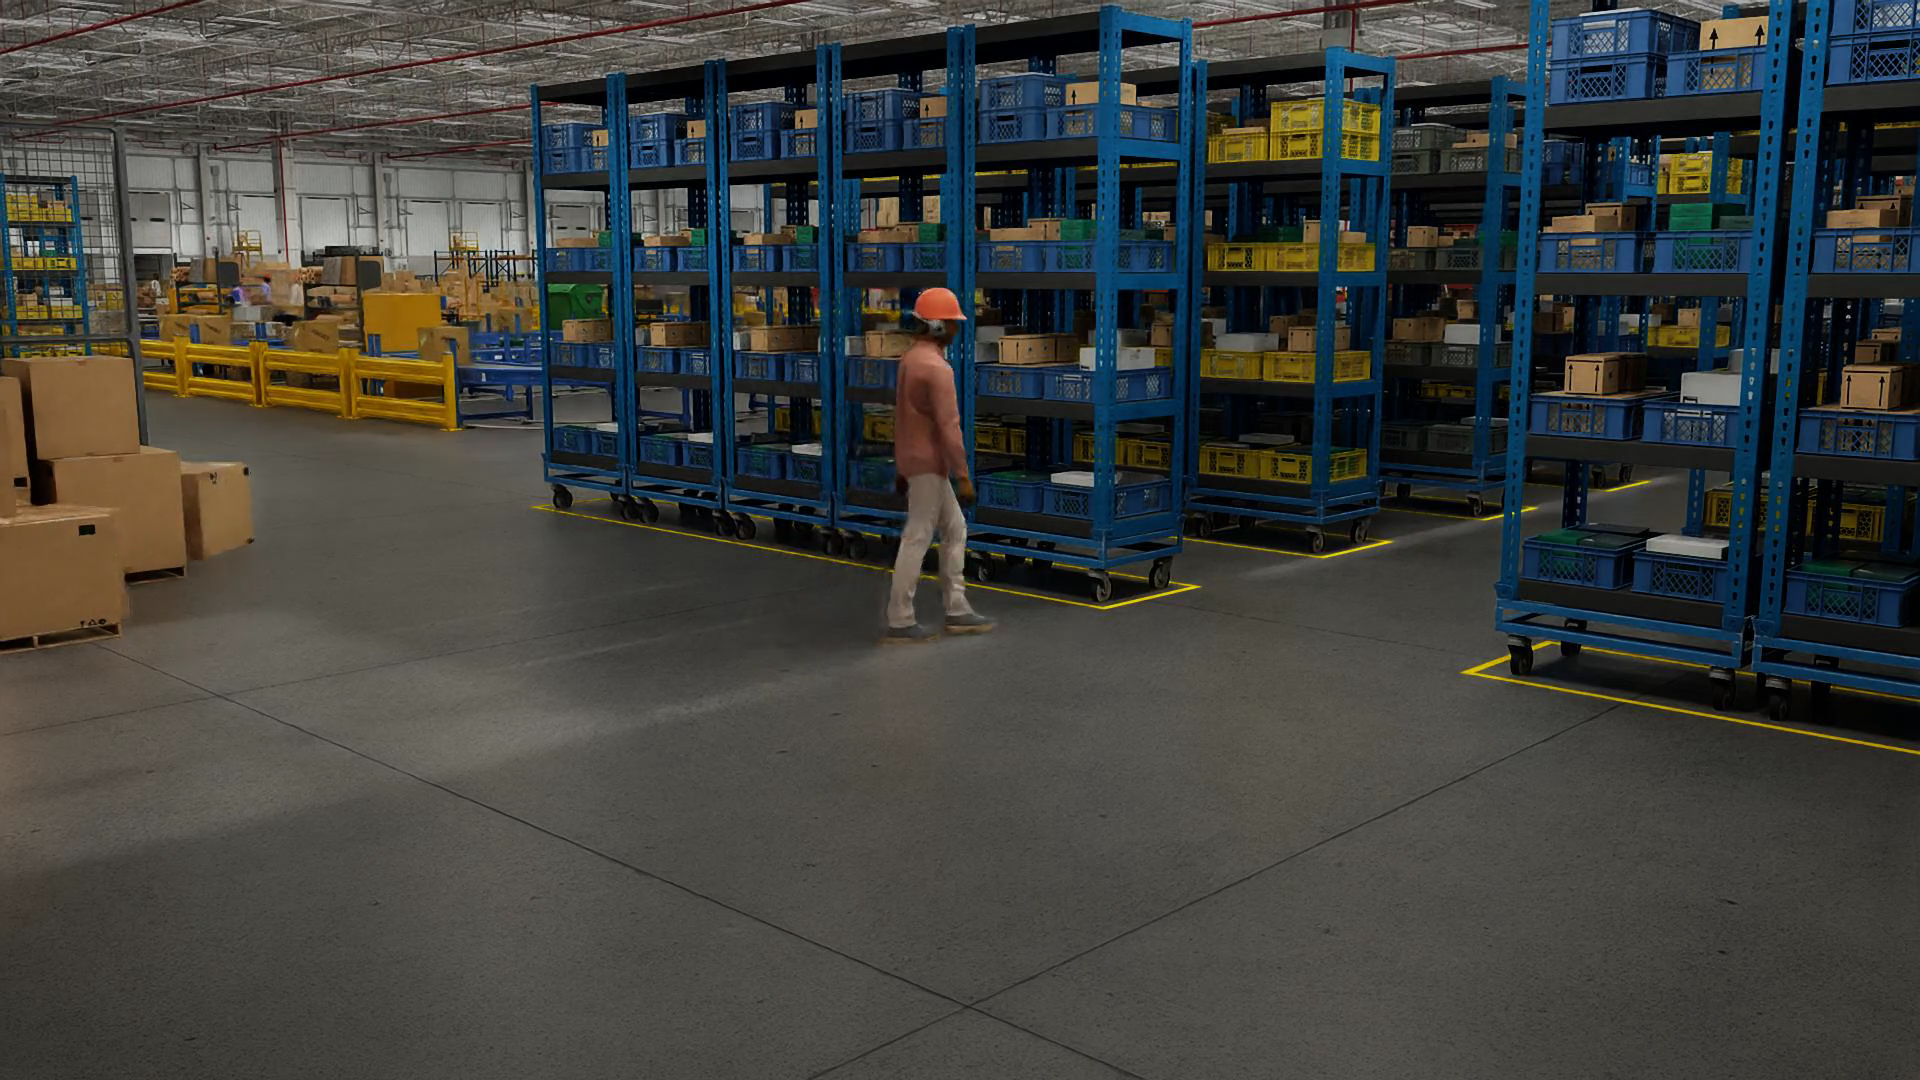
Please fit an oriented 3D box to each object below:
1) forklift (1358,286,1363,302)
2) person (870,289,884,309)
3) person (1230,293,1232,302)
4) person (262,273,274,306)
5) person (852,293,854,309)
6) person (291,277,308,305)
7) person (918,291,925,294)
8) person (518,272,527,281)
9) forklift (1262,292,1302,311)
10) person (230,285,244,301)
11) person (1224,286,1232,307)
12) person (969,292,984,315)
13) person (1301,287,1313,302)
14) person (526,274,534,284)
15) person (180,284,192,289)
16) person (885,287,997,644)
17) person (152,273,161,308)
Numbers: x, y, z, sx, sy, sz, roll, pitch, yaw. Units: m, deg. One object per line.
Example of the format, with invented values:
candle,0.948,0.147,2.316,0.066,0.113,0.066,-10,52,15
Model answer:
forklift,11.100,-7.017,46.970,1.873,2.768,1.129,9,13,43
person,-2.872,-8.494,59.137,0.913,1.863,0.649,6,11,31
person,4.067,-2.771,24.253,0.961,1.798,0.588,-6,11,-31
person,-24.604,-8.528,59.193,0.527,1.919,0.556,-4,10,-21
person,-3.946,-8.757,60.271,0.722,2.021,0.606,7,12,39
person,-18.978,-6.701,47.796,0.609,1.972,0.646,2,9,13
person,-1.033,-5.626,41.698,0.403,1.820,0.601,-4,10,-25
person,-25.160,-14.485,95.839,0.610,1.875,0.988,1,9,7
forklift,10.769,-8.203,54.240,1.129,2.768,1.873,8,12,42
person,-20.416,-6.567,47.315,0.944,1.884,0.593,-1,9,-4
person,3.995,-2.931,25.204,0.615,1.821,0.410,4,10,25
person,0.109,-2.547,23.005,0.561,1.755,0.531,-7,11,-35
person,4.512,-2.539,22.275,1.048,1.994,0.617,6,11,32
person,-20.937,-12.002,80.748,0.740,1.834,0.528,8,12,39
person,-31.783,-9.977,68.160,0.564,1.878,1.006,4,10,25
person,-0.056,-0.397,9.163,0.823,1.960,0.641,-3,10,-16
person,-34.471,-10.495,71.382,0.363,1.879,0.580,-8,12,-42
